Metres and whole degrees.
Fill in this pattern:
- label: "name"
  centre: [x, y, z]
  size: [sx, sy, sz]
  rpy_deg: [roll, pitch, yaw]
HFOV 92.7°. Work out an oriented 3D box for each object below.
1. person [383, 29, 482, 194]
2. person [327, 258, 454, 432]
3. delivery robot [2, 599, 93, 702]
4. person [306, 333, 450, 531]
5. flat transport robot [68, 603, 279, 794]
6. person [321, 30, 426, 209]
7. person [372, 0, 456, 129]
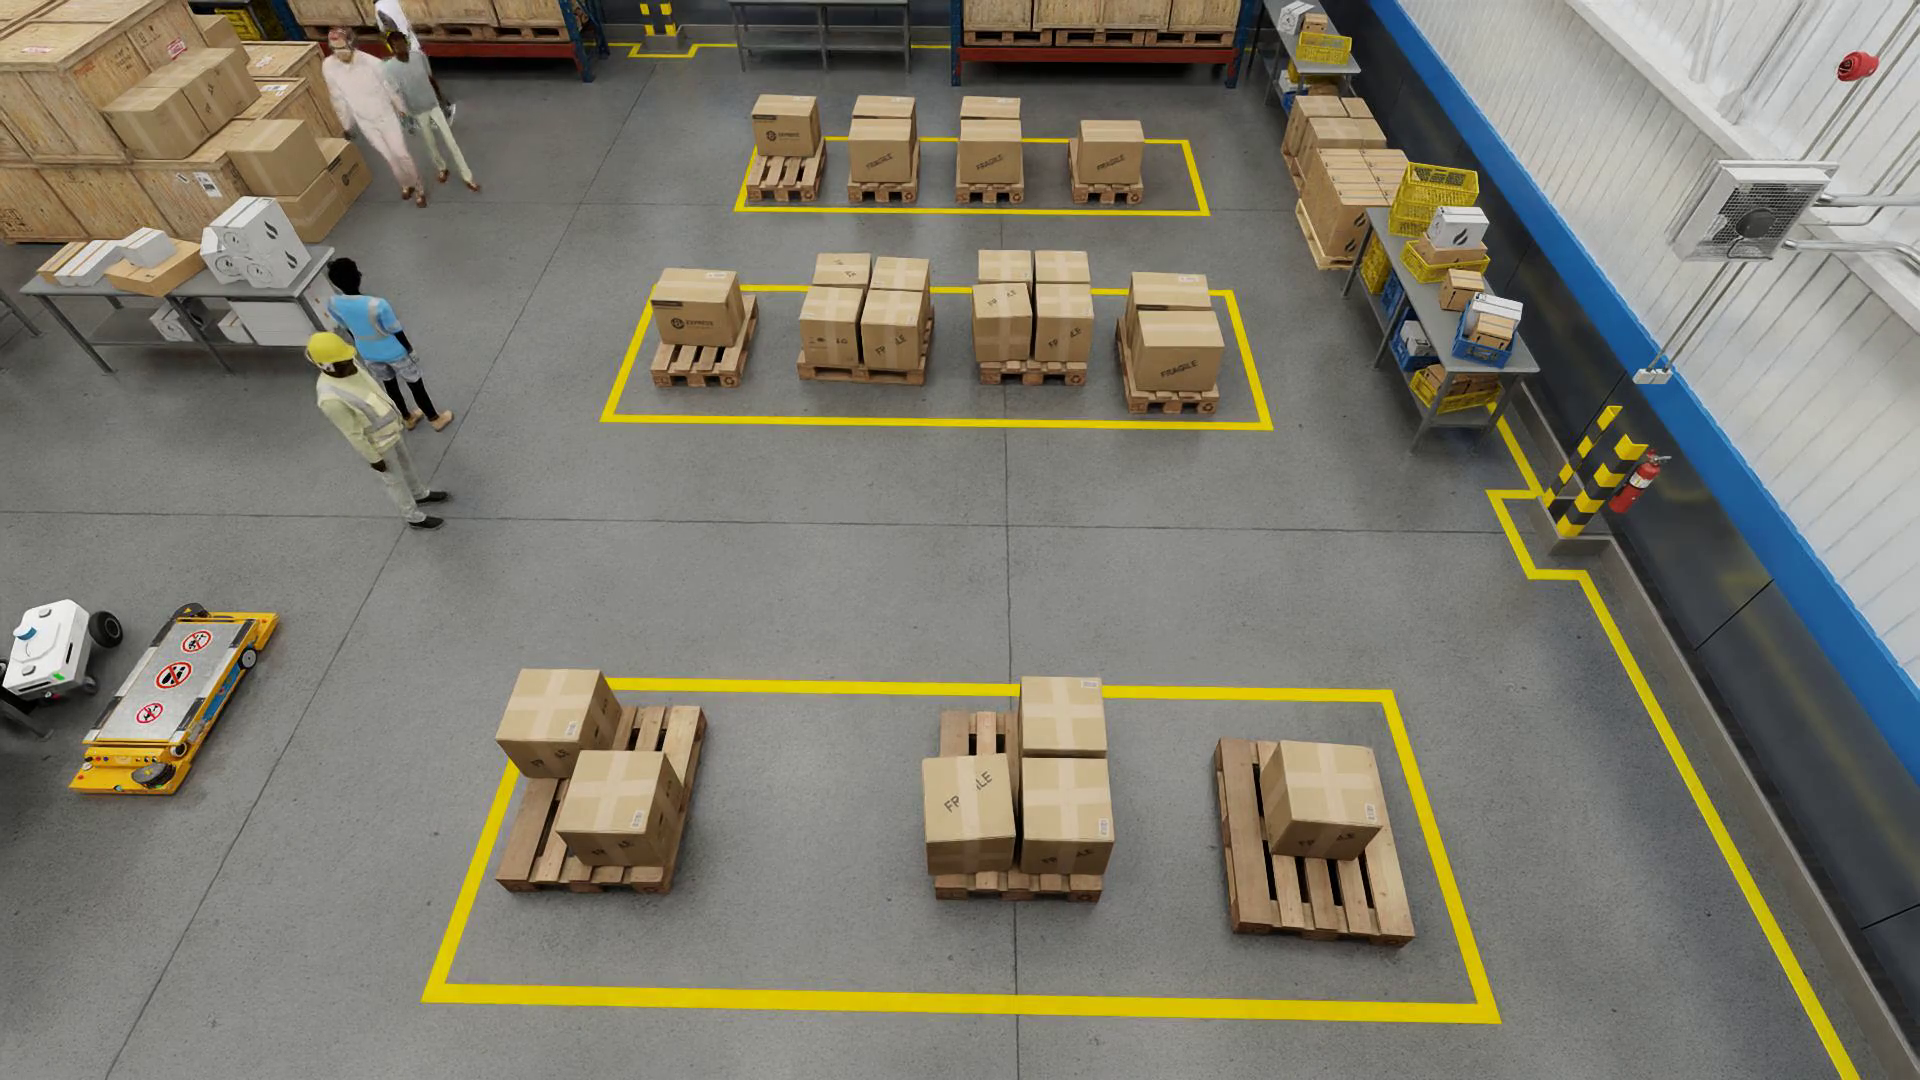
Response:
- label: "person"
  centre: [-6.139, -4.914, 10.519]
  size: [0.558, 1.810, 0.825]
  rpy_deg: [-31, 56, -24]
- label: "person"
  centre: [-4.875, -1.614, 7.791]
  size: [0.527, 1.689, 0.319]
  rpy_deg: [5, 50, 4]
- label: "delivery robot"
  centre: [-6.418, 0.773, 6.451]
  size: [0.477, 0.478, 0.707]
  rpy_deg: [-17, 52, -14]
- label: "person"
  centre: [-4.456, -0.821, 7.030]
  size: [0.404, 1.827, 0.600]
  rpy_deg: [-10, 50, -8]
- label: "flat transport robot"
  centre: [-5.504, 1.072, 6.442]
  size: [0.652, 0.197, 1.431]
  rpy_deg: [1, 50, 1]
- label: "person"
  centre: [-6.562, -4.658, 10.249]
  size: [0.666, 1.878, 0.753]
  rpy_deg: [-7, 50, -6]
- label: "person"
  centre: [-6.921, -6.070, 11.419]
  size: [0.534, 1.900, 0.619]
  rpy_deg: [-14, 51, -11]
